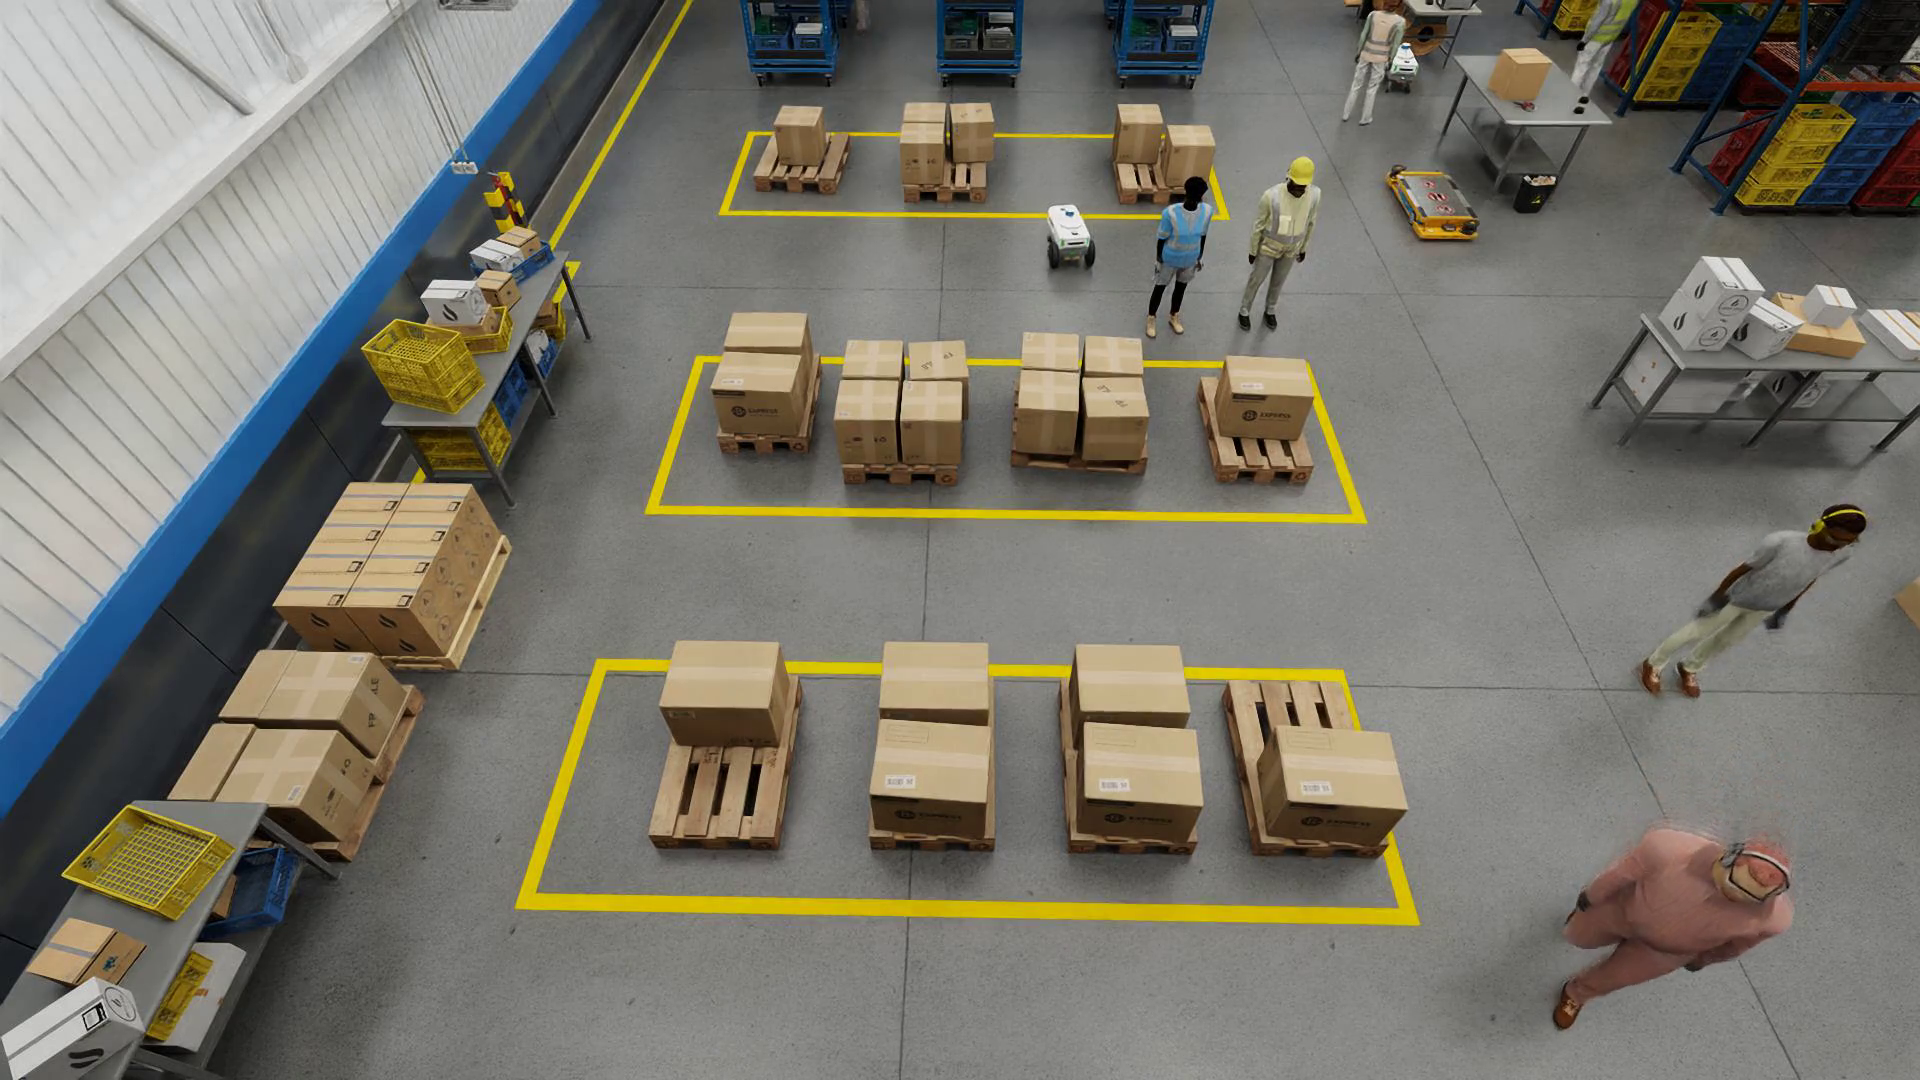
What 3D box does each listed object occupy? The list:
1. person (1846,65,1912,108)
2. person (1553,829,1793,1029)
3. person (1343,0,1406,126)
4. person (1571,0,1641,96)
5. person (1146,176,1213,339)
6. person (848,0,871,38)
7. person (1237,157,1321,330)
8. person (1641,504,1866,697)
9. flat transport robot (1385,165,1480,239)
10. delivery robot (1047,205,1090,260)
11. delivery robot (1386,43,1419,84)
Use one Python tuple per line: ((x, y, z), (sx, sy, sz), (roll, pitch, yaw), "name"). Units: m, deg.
((12.926, -6.795, 12.322), (0.415, 1.906, 0.735), (7, 49, 6), "person")
((3.617, 1.957, 4.759), (0.638, 1.883, 0.641), (-36, 58, -27), "person")
((5.477, -6.364, 12.123), (0.515, 1.640, 0.315), (30, 55, 23), "person")
((8.635, -6.803, 12.372), (0.633, 1.842, 0.429), (-16, 51, -13), "person")
((2.141, -2.753, 8.963), (0.531, 1.692, 0.320), (-9, 50, -7), "person")
((-1.607, -8.857, 14.096), (0.495, 1.951, 0.748), (-23, 53, -19), "person")
((3.132, -2.884, 8.994), (0.599, 1.825, 0.404), (-5, 49, -5), "person")
((5.265, 0.423, 6.102), (0.530, 1.865, 0.315), (7, 50, 6), "person")
((5.692, -4.094, 11.059), (0.652, 0.197, 1.431), (1, 49, 1), "flat transport robot")
((1.212, -3.492, 10.292), (0.477, 0.478, 0.707), (-7, 50, -6), "delivery robot")
((6.372, -6.919, 13.258), (0.477, 0.478, 0.707), (5, 49, 4), "delivery robot")
